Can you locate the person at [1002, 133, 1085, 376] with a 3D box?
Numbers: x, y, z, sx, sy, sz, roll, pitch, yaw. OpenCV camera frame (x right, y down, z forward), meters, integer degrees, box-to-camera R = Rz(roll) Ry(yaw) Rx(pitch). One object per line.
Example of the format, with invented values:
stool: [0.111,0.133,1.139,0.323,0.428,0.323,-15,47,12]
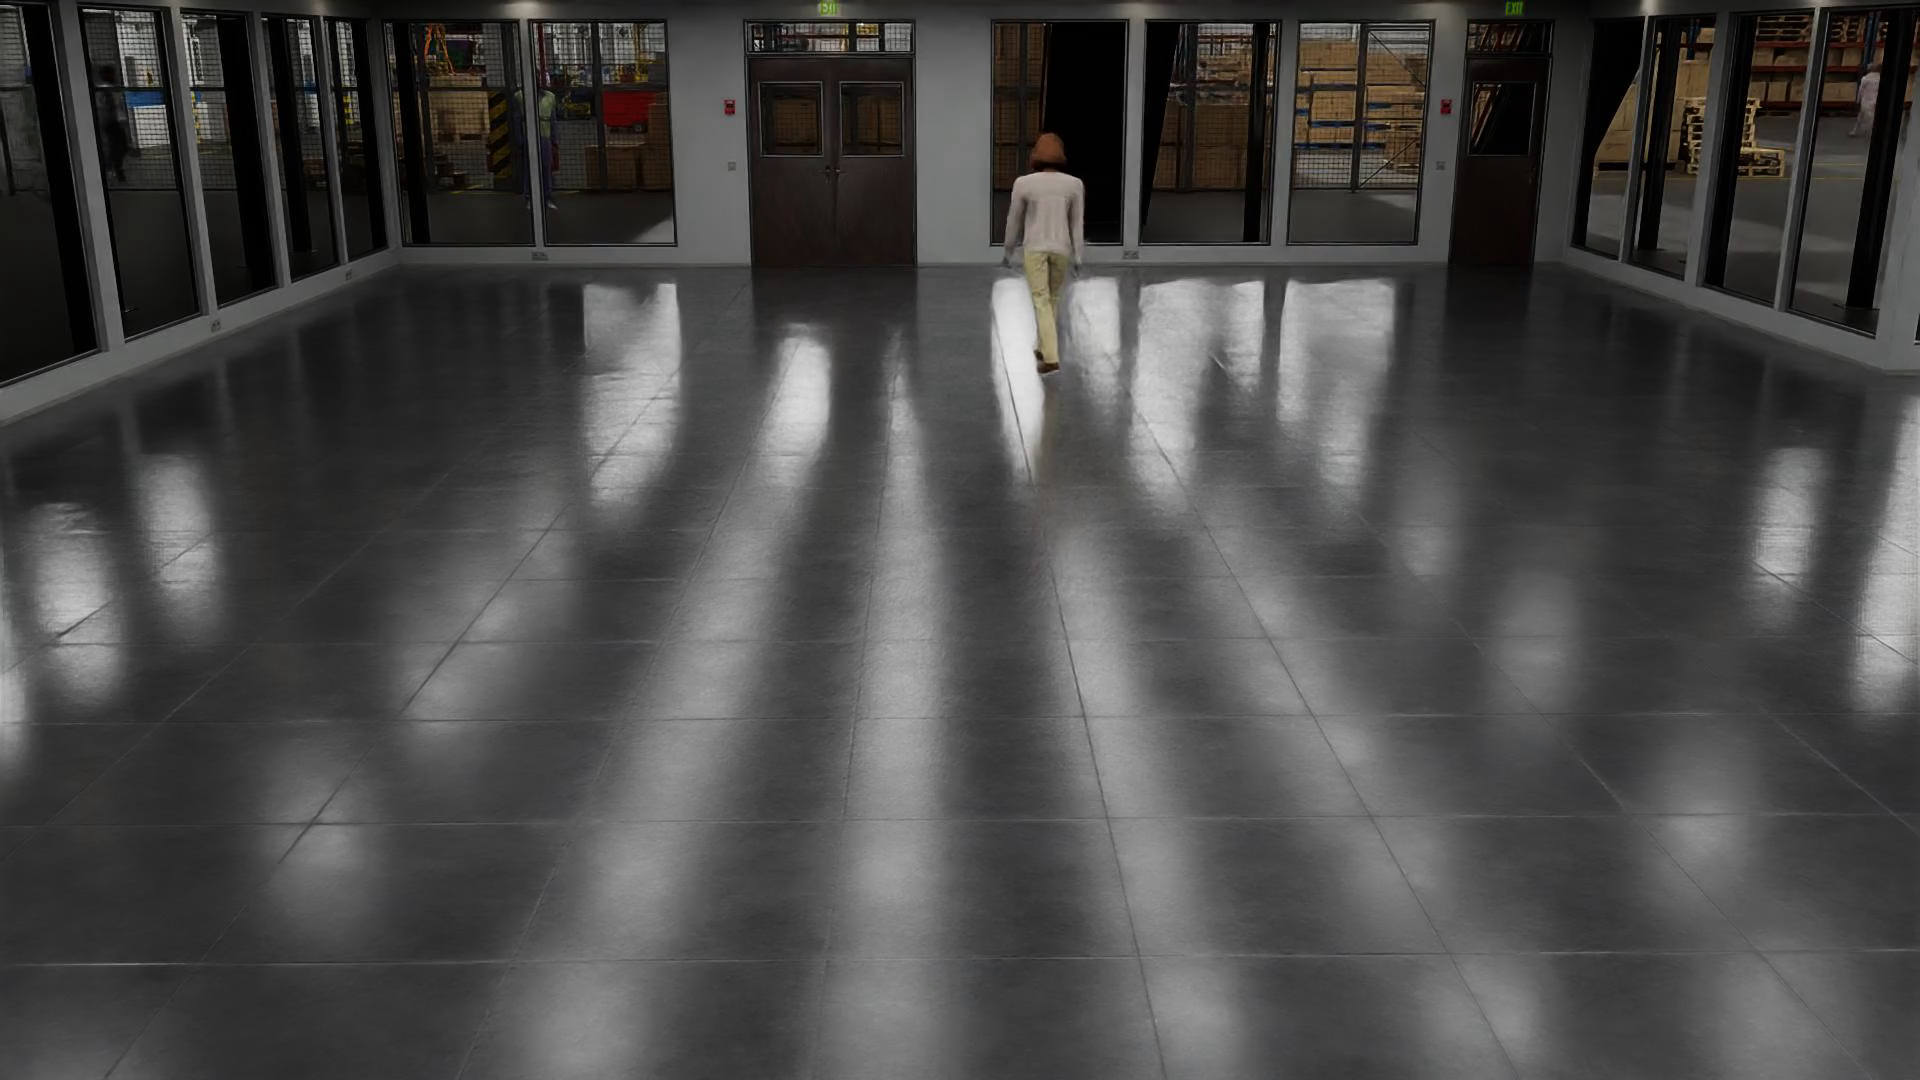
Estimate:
person: [0.579,-1.922,11.194,0.514,1.590,0.847,-4,17,-14]
